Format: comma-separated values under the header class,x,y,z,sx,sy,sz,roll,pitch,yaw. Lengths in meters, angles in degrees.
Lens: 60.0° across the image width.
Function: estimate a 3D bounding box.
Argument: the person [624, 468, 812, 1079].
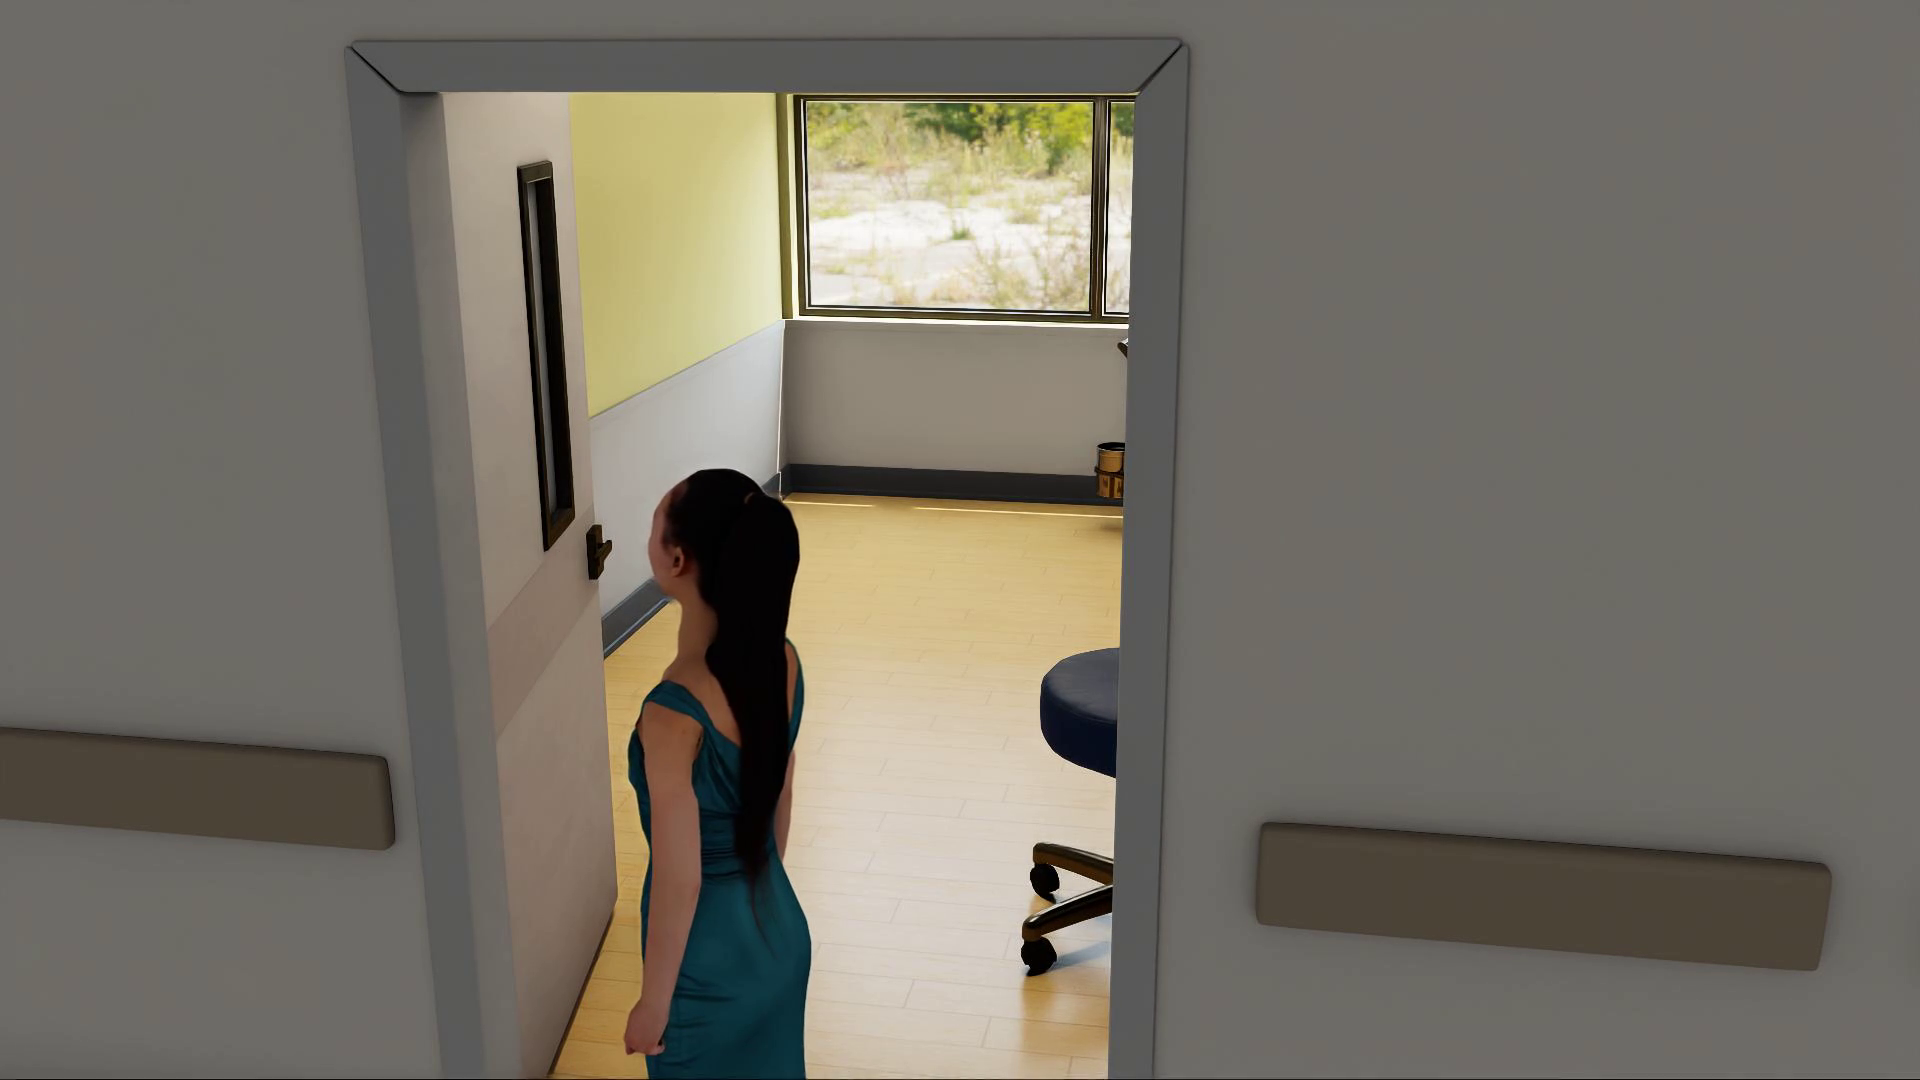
class,x,y,z,sx,sy,sz,roll,pitch,yaw
person,-0.379,0.699,2.722,0.569,1.685,0.603,7,17,24
